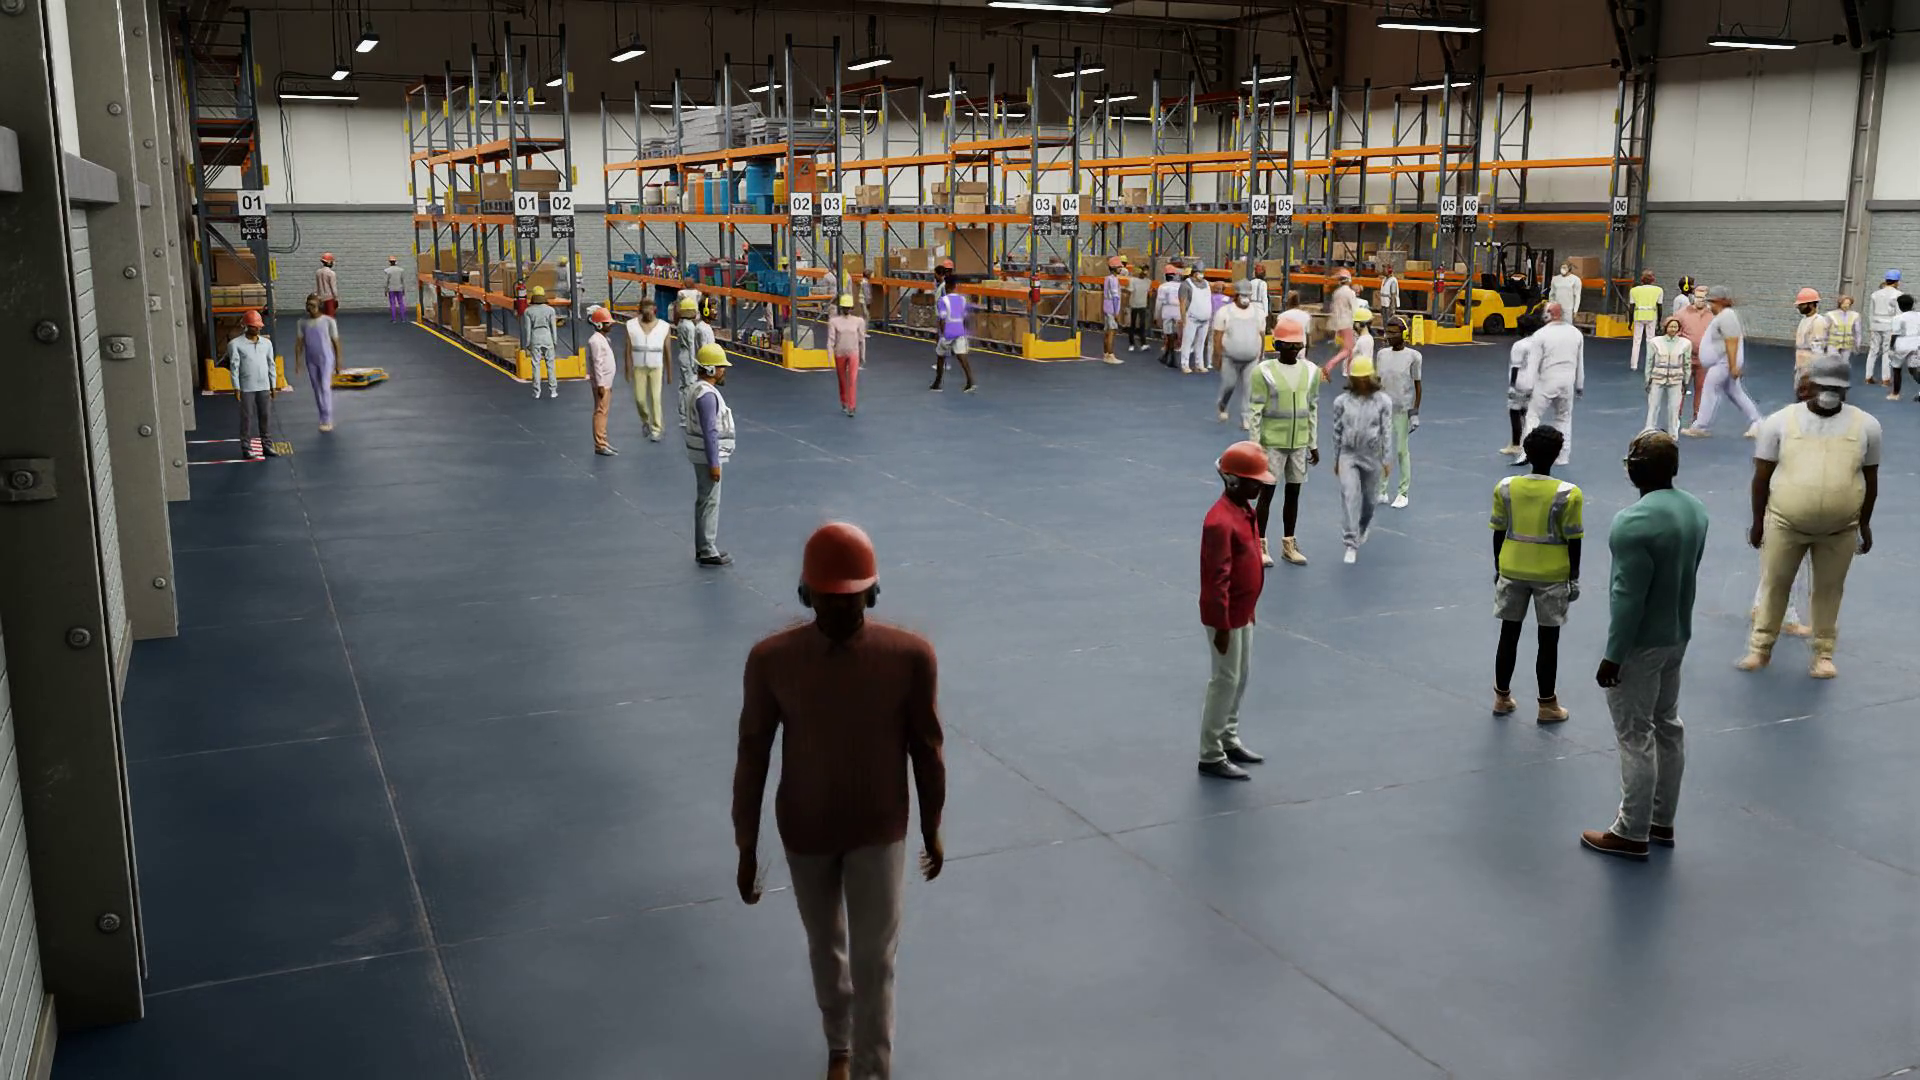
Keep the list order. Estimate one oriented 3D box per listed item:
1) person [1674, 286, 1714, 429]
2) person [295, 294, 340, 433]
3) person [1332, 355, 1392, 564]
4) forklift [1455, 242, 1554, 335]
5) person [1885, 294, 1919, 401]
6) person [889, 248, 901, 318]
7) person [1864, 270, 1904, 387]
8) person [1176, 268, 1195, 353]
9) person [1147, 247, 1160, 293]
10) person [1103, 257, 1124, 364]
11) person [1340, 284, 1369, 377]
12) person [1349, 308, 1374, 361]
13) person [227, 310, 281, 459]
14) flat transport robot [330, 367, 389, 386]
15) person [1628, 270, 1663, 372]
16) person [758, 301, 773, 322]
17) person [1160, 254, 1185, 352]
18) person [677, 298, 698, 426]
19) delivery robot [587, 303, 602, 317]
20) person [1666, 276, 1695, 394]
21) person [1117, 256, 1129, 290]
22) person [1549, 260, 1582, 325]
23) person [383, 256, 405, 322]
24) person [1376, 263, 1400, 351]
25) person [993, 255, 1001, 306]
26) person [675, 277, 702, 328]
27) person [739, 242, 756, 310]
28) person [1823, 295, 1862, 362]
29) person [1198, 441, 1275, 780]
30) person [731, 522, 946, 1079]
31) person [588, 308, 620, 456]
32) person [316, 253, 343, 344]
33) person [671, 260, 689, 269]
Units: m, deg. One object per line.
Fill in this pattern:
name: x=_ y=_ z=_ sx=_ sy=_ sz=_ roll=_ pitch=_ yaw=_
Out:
person: x=9.848 y=-2.433 z=22.249 sx=0.643 sy=1.905 sz=0.399 roll=2 pitch=11 yaw=9
person: x=-8.449 y=-2.304 z=21.824 sx=0.510 sy=1.813 sz=0.837 roll=0 pitch=11 yaw=0
person: x=3.347 y=-0.700 z=13.915 sx=0.486 sy=1.717 sz=0.702 roll=2 pitch=11 yaw=10
forklift: x=13.047 y=-6.049 z=39.881 sx=2.313 sy=2.155 sz=1.214 roll=-5 pitch=12 yaw=-23
person: x=14.408 y=-2.897 z=25.239 sx=0.551 sy=1.663 sz=0.718 roll=-1 pitch=11 yaw=-7
person: x=-1.825 y=-7.083 z=45.867 sx=0.406 sy=1.910 sz=0.637 roll=-5 pitch=12 yaw=-23
person: x=15.445 y=-3.528 z=27.735 sx=0.421 sy=1.939 sz=0.609 roll=-5 pitch=12 yaw=-24
person: x=4.724 y=-4.750 z=34.427 sx=0.302 sy=1.745 sz=0.483 roll=-8 pitch=14 yaw=-37
person: x=4.882 y=-6.447 z=42.333 sx=0.410 sy=2.034 sz=0.605 roll=-3 pitch=11 yaw=-13
person: x=2.932 y=-4.381 z=31.785 sx=0.388 sy=2.045 sz=0.605 roll=-2 pitch=11 yaw=-9
person: x=6.898 y=-3.648 z=29.122 sx=0.547 sy=1.632 sz=0.324 roll=7 pitch=13 yaw=32
person: x=4.737 y=-1.859 z=19.679 sx=0.325 sy=1.767 sz=0.533 roll=3 pitch=12 yaw=16
person: x=-8.281 y=-1.822 z=19.548 sx=0.349 sy=1.744 sz=0.564 roll=8 pitch=14 yaw=36
flat transport robot: x=-10.193 y=-2.761 z=28.075 sx=0.652 sy=0.197 sz=1.431 roll=0 pitch=11 yaw=-1
person: x=12.405 y=-3.958 z=30.130 sx=0.566 sy=1.850 sz=0.389 roll=4 pitch=12 yaw=21
person: x=-5.236 y=-6.762 z=44.297 sx=0.405 sy=1.895 sz=0.660 roll=-6 pitch=13 yaw=-27
person: x=4.483 y=-4.957 z=34.723 sx=0.686 sy=2.000 sz=0.535 roll=-9 pitch=14 yaw=-38
person: x=-3.639 y=-2.387 z=22.422 sx=0.296 sy=1.743 sz=0.492 roll=-6 pitch=13 yaw=-29
delivery robot: x=-9.445 y=-5.920 z=43.166 sx=0.477 sy=0.478 sz=0.707 roll=-5 pitch=12 yaw=-24
person: x=11.553 y=-3.272 z=26.595 sx=0.328 sy=1.872 sz=0.508 roll=2 pitch=11 yaw=9
person: x=4.237 y=-6.545 z=43.497 sx=0.324 sy=1.765 sz=0.533 roll=-8 pitch=14 yaw=-36
person: x=11.987 y=-4.577 z=33.050 sx=0.636 sy=1.939 sz=0.363 roll=11 pitch=16 yaw=44
person: x=-14.956 y=-6.628 z=43.979 sx=0.563 sy=1.739 sz=0.352 roll=-8 pitch=14 yaw=-36
person: x=8.940 y=-4.835 z=34.640 sx=0.393 sy=1.836 sz=0.561 roll=-1 pitch=11 yaw=-6
person: x=1.071 y=-7.714 z=49.793 sx=0.277 sy=1.627 sz=0.502 roll=-5 pitch=12 yaw=-24
person: x=-5.341 y=-4.367 z=32.797 sx=0.533 sy=1.624 sz=0.466 roll=-6 pitch=13 yaw=-28
person: x=-6.300 y=-7.855 z=49.483 sx=0.612 sy=2.033 sz=0.411 roll=3 pitch=12 yaw=15
person: x=13.598 y=-2.959 z=25.645 sx=0.516 sy=1.620 sz=0.538 roll=2 pitch=11 yaw=9
person: x=1.412 y=0.354 z=8.499 sx=0.354 sy=1.737 sz=0.577 roll=5 pitch=12 yaw=23
person: x=-0.378 y=0.920 z=5.085 sx=0.656 sy=1.943 sz=0.993 roll=0 pitch=11 yaw=1
person: x=-4.252 y=-1.889 z=19.860 sx=0.327 sy=1.752 sz=0.562 roll=-1 pitch=11 yaw=-4
person: x=-13.946 y=-5.329 z=36.756 sx=0.625 sy=1.991 sz=0.404 roll=7 pitch=13 yaw=32
person: x=-7.623 y=-6.970 z=45.312 sx=0.614 sy=1.900 sz=0.428 roll=-4 pitch=12 yaw=-19
